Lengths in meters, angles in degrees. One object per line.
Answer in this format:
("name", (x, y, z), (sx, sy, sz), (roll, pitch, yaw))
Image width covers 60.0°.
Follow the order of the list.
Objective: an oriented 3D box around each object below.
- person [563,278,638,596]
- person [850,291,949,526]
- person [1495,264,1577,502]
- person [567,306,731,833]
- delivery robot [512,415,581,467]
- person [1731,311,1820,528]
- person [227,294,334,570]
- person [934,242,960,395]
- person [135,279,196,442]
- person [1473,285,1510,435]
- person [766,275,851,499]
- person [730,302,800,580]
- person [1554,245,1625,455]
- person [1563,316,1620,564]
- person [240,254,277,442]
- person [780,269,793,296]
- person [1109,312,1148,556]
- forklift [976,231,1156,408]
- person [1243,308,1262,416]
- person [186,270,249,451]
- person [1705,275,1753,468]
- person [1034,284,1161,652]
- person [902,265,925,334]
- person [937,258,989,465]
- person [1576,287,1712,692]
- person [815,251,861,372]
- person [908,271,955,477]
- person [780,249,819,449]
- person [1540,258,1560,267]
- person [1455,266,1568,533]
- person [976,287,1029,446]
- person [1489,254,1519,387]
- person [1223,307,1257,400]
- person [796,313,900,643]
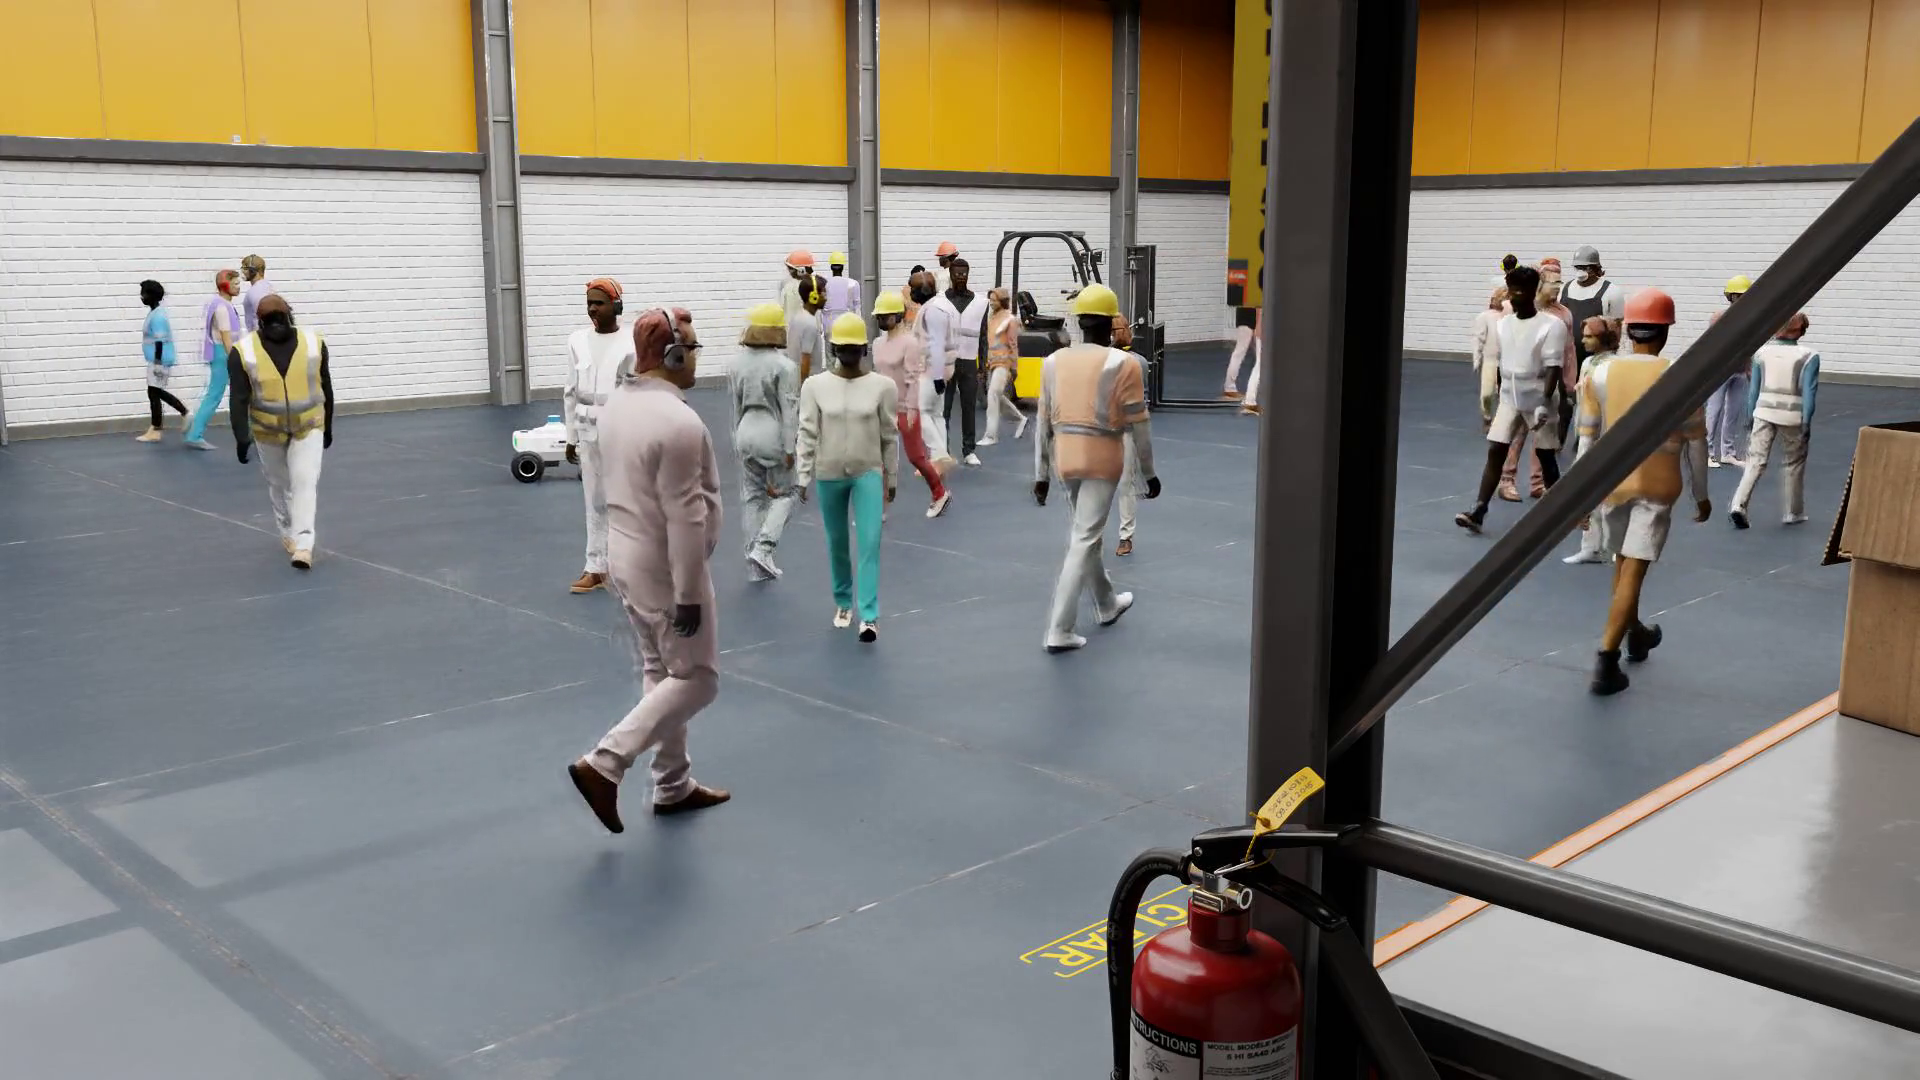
("person", (-2.088, -0.605, 9.878), (0.576, 1.882, 0.355), (3, 11, 16))
("person", (-0.418, -0.984, 12.368), (0.552, 1.729, 0.858), (10, 14, 44))
("person", (4.651, -1.258, 13.394), (0.691, 1.897, 0.426), (-3, 11, -18))
("person", (-1.109, 0.123, 5.907), (0.611, 1.890, 0.651), (-7, 13, -35))
("delivery robot", (-3.548, -0.849, 14.574), (0.707, 0.478, 0.477), (-2, 11, -12))
("person", (5.961, -0.879, 12.153), (0.826, 1.601, 0.520), (-8, 13, -38))
("person", (-4.388, -0.709, 10.797), (0.629, 1.760, 1.040), (-4, 11, -22))
("person", (-0.172, -2.968, 22.325), (0.375, 2.044, 0.607), (5, 11, 24))
("person", (-8.300, -1.865, 17.270), (0.579, 1.684, 0.557), (-4, 11, -23))
("person", (5.612, -1.841, 17.288), (0.533, 1.622, 0.405), (3, 11, 15))
("person", (-1.260, -1.223, 13.431), (0.980, 1.824, 0.511), (-5, 12, -26))
("person", (-1.200, -0.593, 10.222), (0.494, 1.728, 0.406), (6, 12, 29))
("person", (5.969, -1.807, 15.999), (0.689, 2.000, 0.537), (8, 13, 38))
("person", (4.127, -0.625, 10.690), (0.392, 1.629, 0.530), (0, 10, 1))
("person", (-7.214, -1.981, 17.226), (0.354, 1.937, 0.635), (-2, 11, -11))
("person", (-2.314, -3.019, 23.123), (0.516, 1.855, 0.602), (8, 13, 39))
("person", (1.013, -0.713, 11.141), (0.499, 1.634, 0.279), (6, 12, 29))
("forklift", (1.222, -2.721, 20.561), (2.313, 2.155, 1.214), (2, 11, 13))
("person", (3.760, -2.429, 19.775), (0.679, 1.908, 1.071), (10, 14, 44))
("person", (-7.271, -1.784, 16.556), (0.992, 1.789, 0.592), (-3, 11, -16))
("person", (7.104, -1.546, 15.323), (0.524, 1.769, 0.308), (-4, 11, -20))
("person", (0.714, -0.390, 8.719), (0.600, 1.873, 0.974), (9, 13, 39))
("person", (-0.619, -3.231, 24.725), (0.532, 1.694, 0.320), (4, 11, 22))
("person", (-0.018, -1.649, 15.464), (0.592, 1.922, 0.392), (-2, 11, -10))
("person", (3.269, -0.253, 7.968), (1.008, 1.885, 0.552), (-10, 14, -44))
("person", (-1.547, -2.686, 21.102), (0.588, 1.927, 0.371), (-1, 10, -5))
("person", (-0.263, -1.444, 14.612), (0.443, 1.822, 0.663), (0, 10, -2))
("person", (-1.605, -1.917, 16.718), (0.386, 1.996, 0.610), (-5, 12, -26))
("person", (6.474, -2.168, 18.400), (0.574, 1.883, 0.356), (9, 14, 40))
("person", (4.005, -0.987, 11.863), (0.995, 1.906, 0.618), (-8, 13, -38))
("person", (0.436, -1.788, 17.067), (0.736, 1.610, 0.516), (-7, 13, -35))
("person", (7.689, -3.074, 23.401), (0.531, 1.861, 0.322), (2, 11, 10))
("person", (3.889, -2.772, 21.460), (0.975, 1.947, 0.639), (3, 11, 14))
("person", (-0.588, -0.319, 8.762), (0.535, 1.724, 0.903), (0, 10, 0))
